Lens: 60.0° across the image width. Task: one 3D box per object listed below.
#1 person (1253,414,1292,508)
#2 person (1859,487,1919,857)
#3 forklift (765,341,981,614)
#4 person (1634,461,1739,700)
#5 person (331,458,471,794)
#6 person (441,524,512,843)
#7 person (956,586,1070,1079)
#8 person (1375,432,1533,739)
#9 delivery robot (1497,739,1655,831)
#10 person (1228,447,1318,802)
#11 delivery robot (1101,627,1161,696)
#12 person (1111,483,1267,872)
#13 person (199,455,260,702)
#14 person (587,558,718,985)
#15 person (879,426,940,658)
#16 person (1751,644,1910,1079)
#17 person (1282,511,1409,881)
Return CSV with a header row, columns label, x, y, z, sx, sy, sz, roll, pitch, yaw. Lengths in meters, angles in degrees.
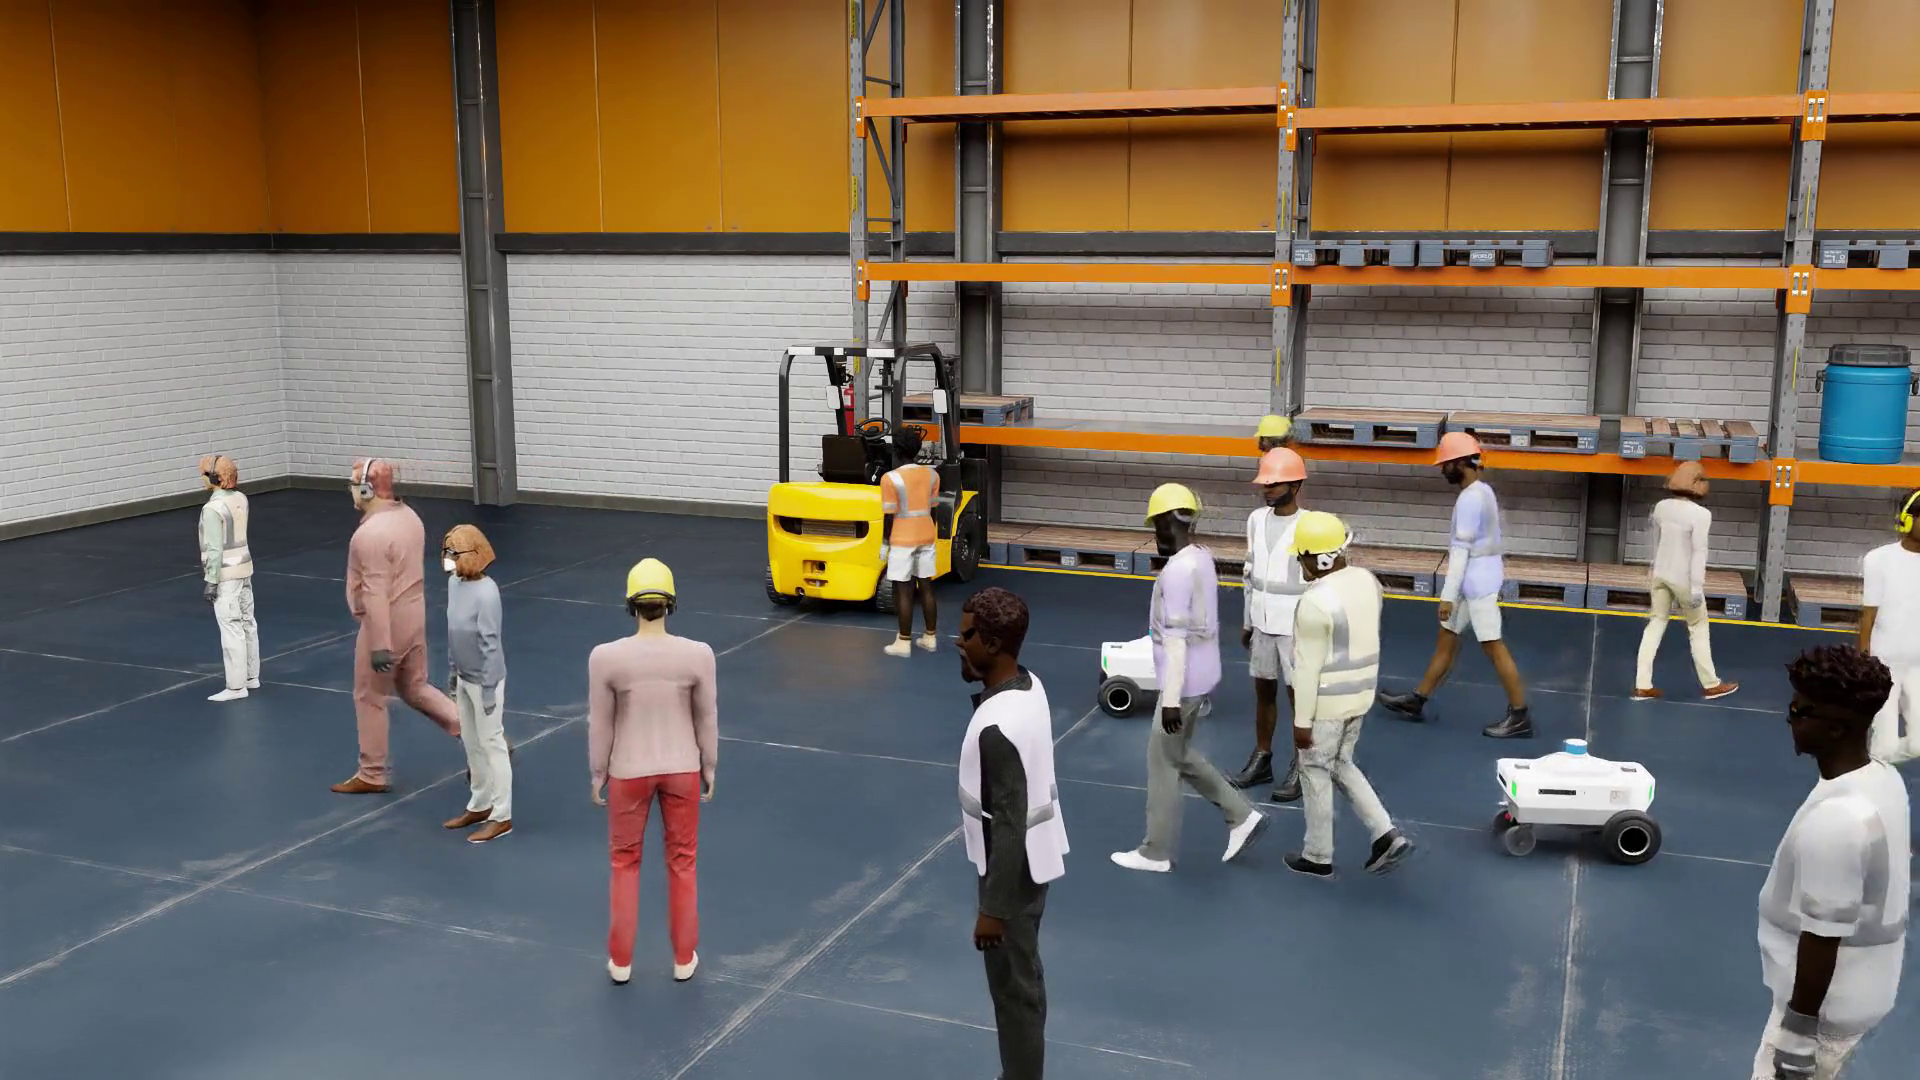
label,x,y,z,sx,sy,sz,roll,pitch,yaw
person,2.433,-0.068,12.510,0.505,1.755,0.536,5,11,27
person,4.670,0.630,8.363,0.510,1.847,0.539,-2,10,-10
forklift,-0.739,-0.602,14.246,1.214,2.155,2.313,4,11,21
person,4.832,0.276,10.995,0.737,1.602,0.524,-4,11,-19
person,-3.040,0.478,9.130,0.819,1.881,0.656,1,10,4
person,-2.462,0.723,8.453,0.288,1.632,0.502,-8,13,-37
person,0.162,1.099,5.537,0.398,1.920,0.588,1,10,7
person,3.107,0.276,10.260,1.004,1.865,0.622,4,11,20
delivery robot,3.063,1.238,8.304,0.707,0.478,0.477,1,10,6
person,1.742,0.457,9.059,0.379,1.938,0.547,-8,13,-39
delivery robot,1.272,0.797,10.759,0.707,0.478,0.477,1,10,6
person,1.132,0.676,8.015,0.681,1.882,0.661,3,11,17
person,-4.858,0.249,11.049,0.307,1.641,0.513,0,10,-2
person,-1.261,0.949,6.864,0.526,1.745,0.398,-2,10,-13
person,-0.369,0.011,12.214,0.540,1.695,0.318,-9,14,-41
person,2.462,1.246,4.628,0.653,1.950,0.625,8,13,39
person,1.789,0.755,7.782,0.607,1.806,0.529,-9,14,-42
